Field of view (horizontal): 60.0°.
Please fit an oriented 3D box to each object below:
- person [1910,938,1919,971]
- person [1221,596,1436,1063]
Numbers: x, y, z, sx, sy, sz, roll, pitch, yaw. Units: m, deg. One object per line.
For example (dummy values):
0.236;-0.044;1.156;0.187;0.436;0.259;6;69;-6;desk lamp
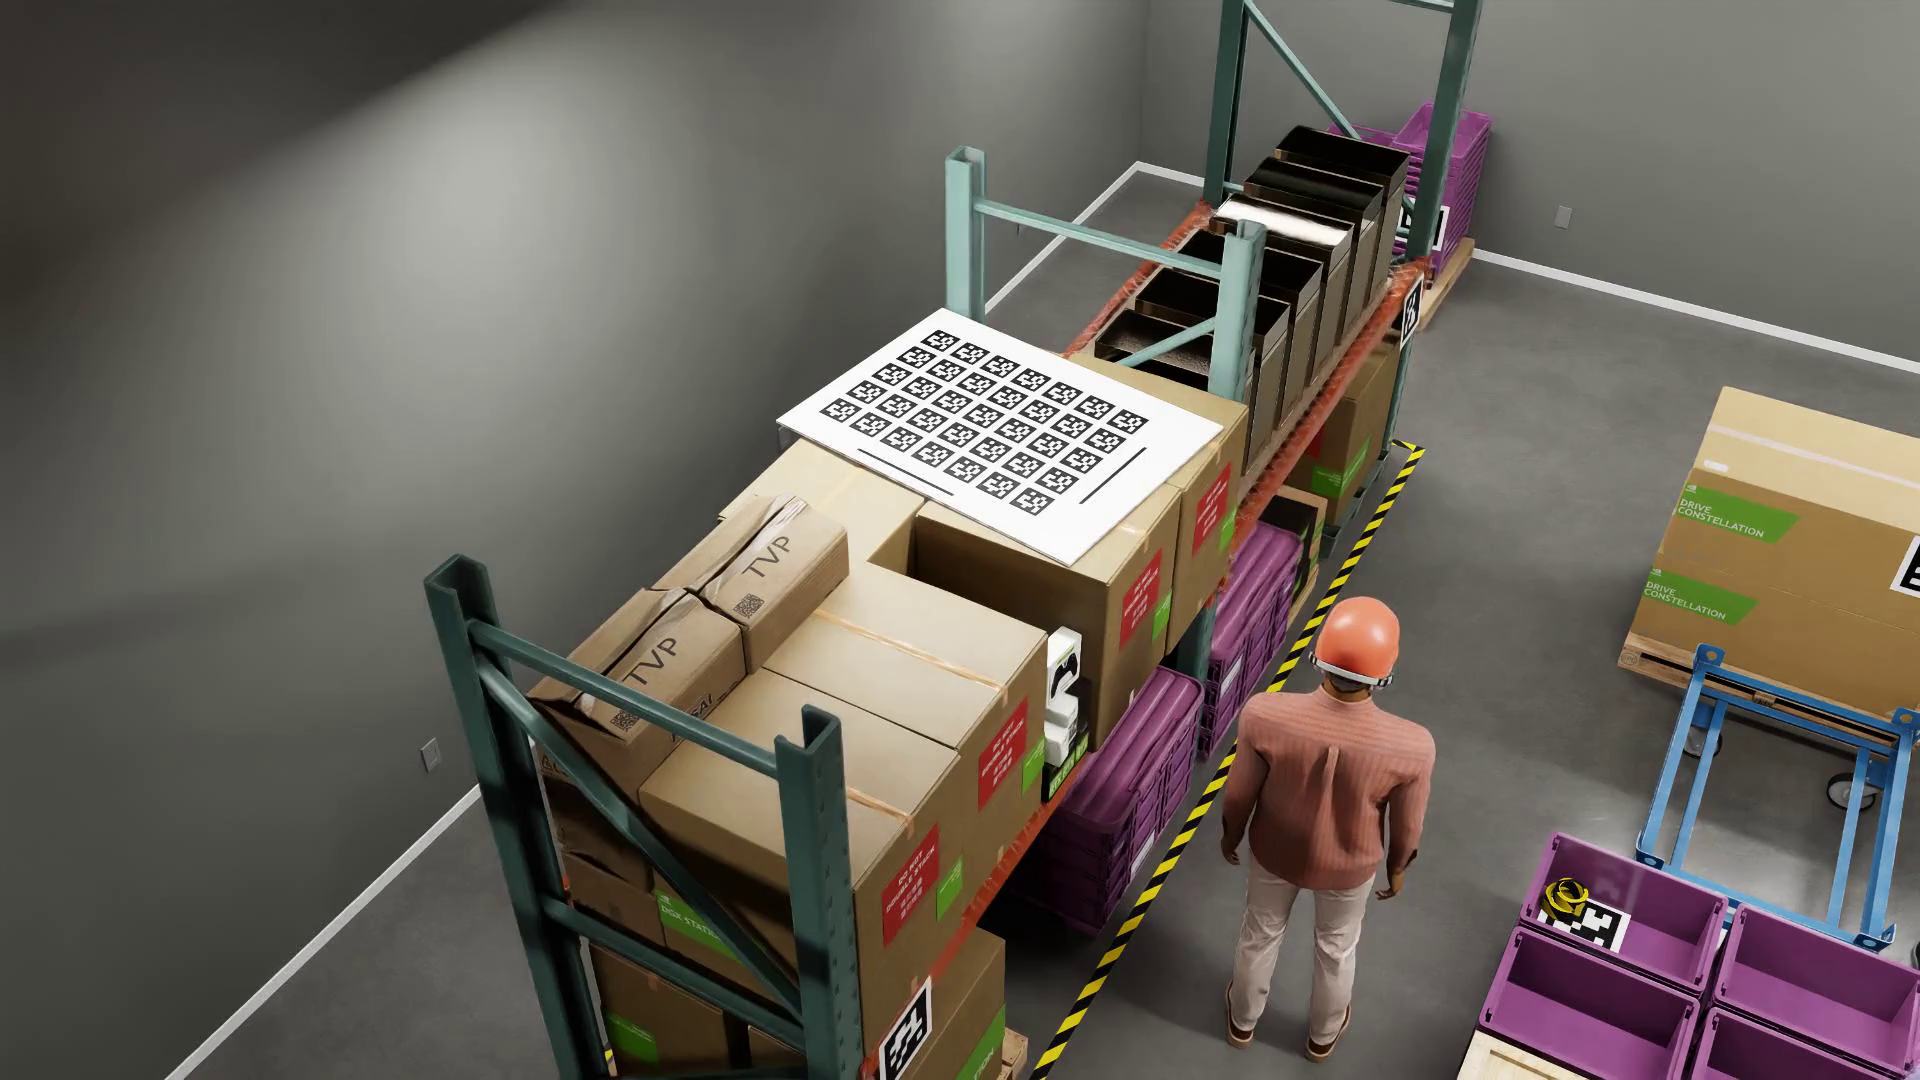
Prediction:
3.704;0.941;5.554;0.586;1.837;0.404;23;45;25;person
1.155;0.972;5.395;0.621;1.992;0.397;10;41;12;person
